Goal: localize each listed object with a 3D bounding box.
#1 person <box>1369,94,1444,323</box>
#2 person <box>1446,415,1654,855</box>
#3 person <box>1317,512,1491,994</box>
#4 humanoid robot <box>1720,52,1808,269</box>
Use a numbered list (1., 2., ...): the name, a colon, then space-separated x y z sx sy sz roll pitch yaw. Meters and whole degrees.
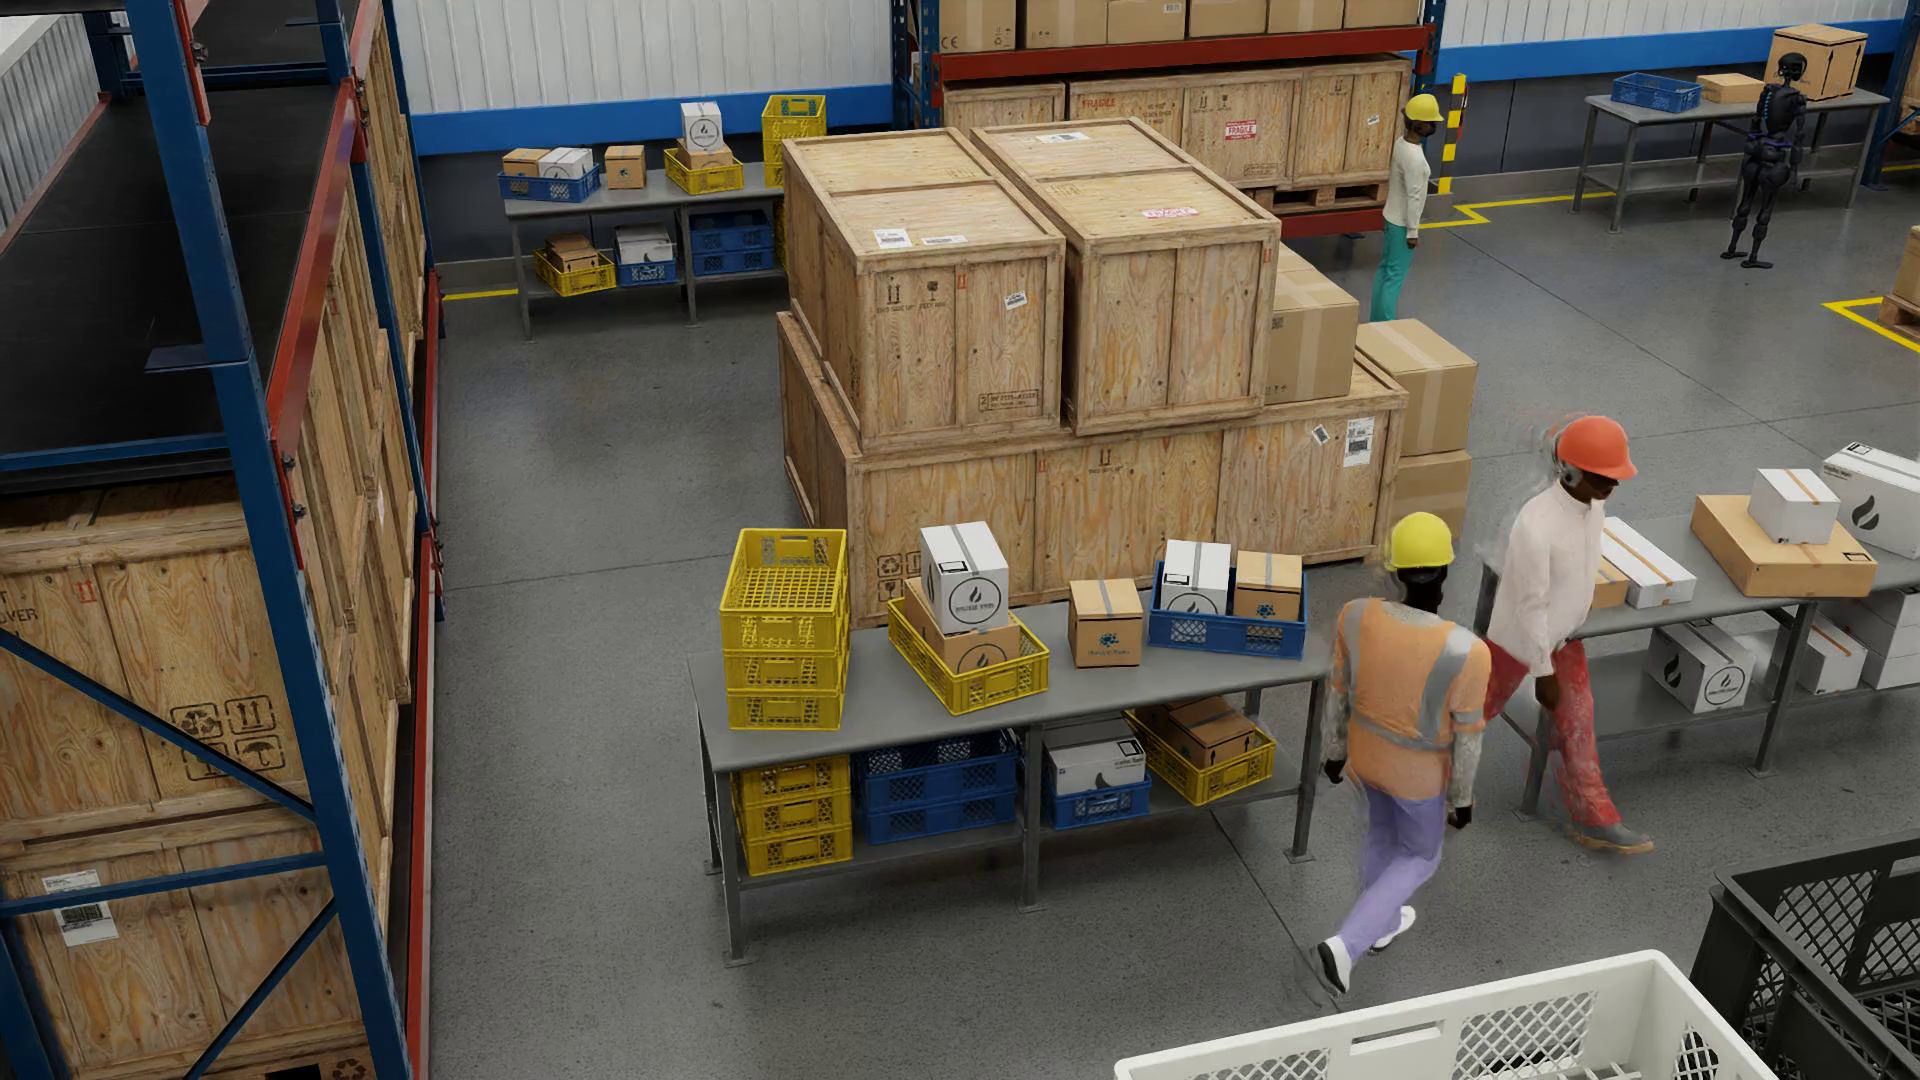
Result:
1. person: 3.113 -2.224 11.601 0.314 1.767 0.534 0 29 1
2. person: 2.377 0.389 6.689 0.618 1.928 1.061 -24 37 -36
3. person: 1.541 0.811 5.972 0.692 1.889 0.592 -24 37 -36
4. humanoid robot: 6.368 -2.986 13.062 0.327 1.657 0.589 -8 30 -14
